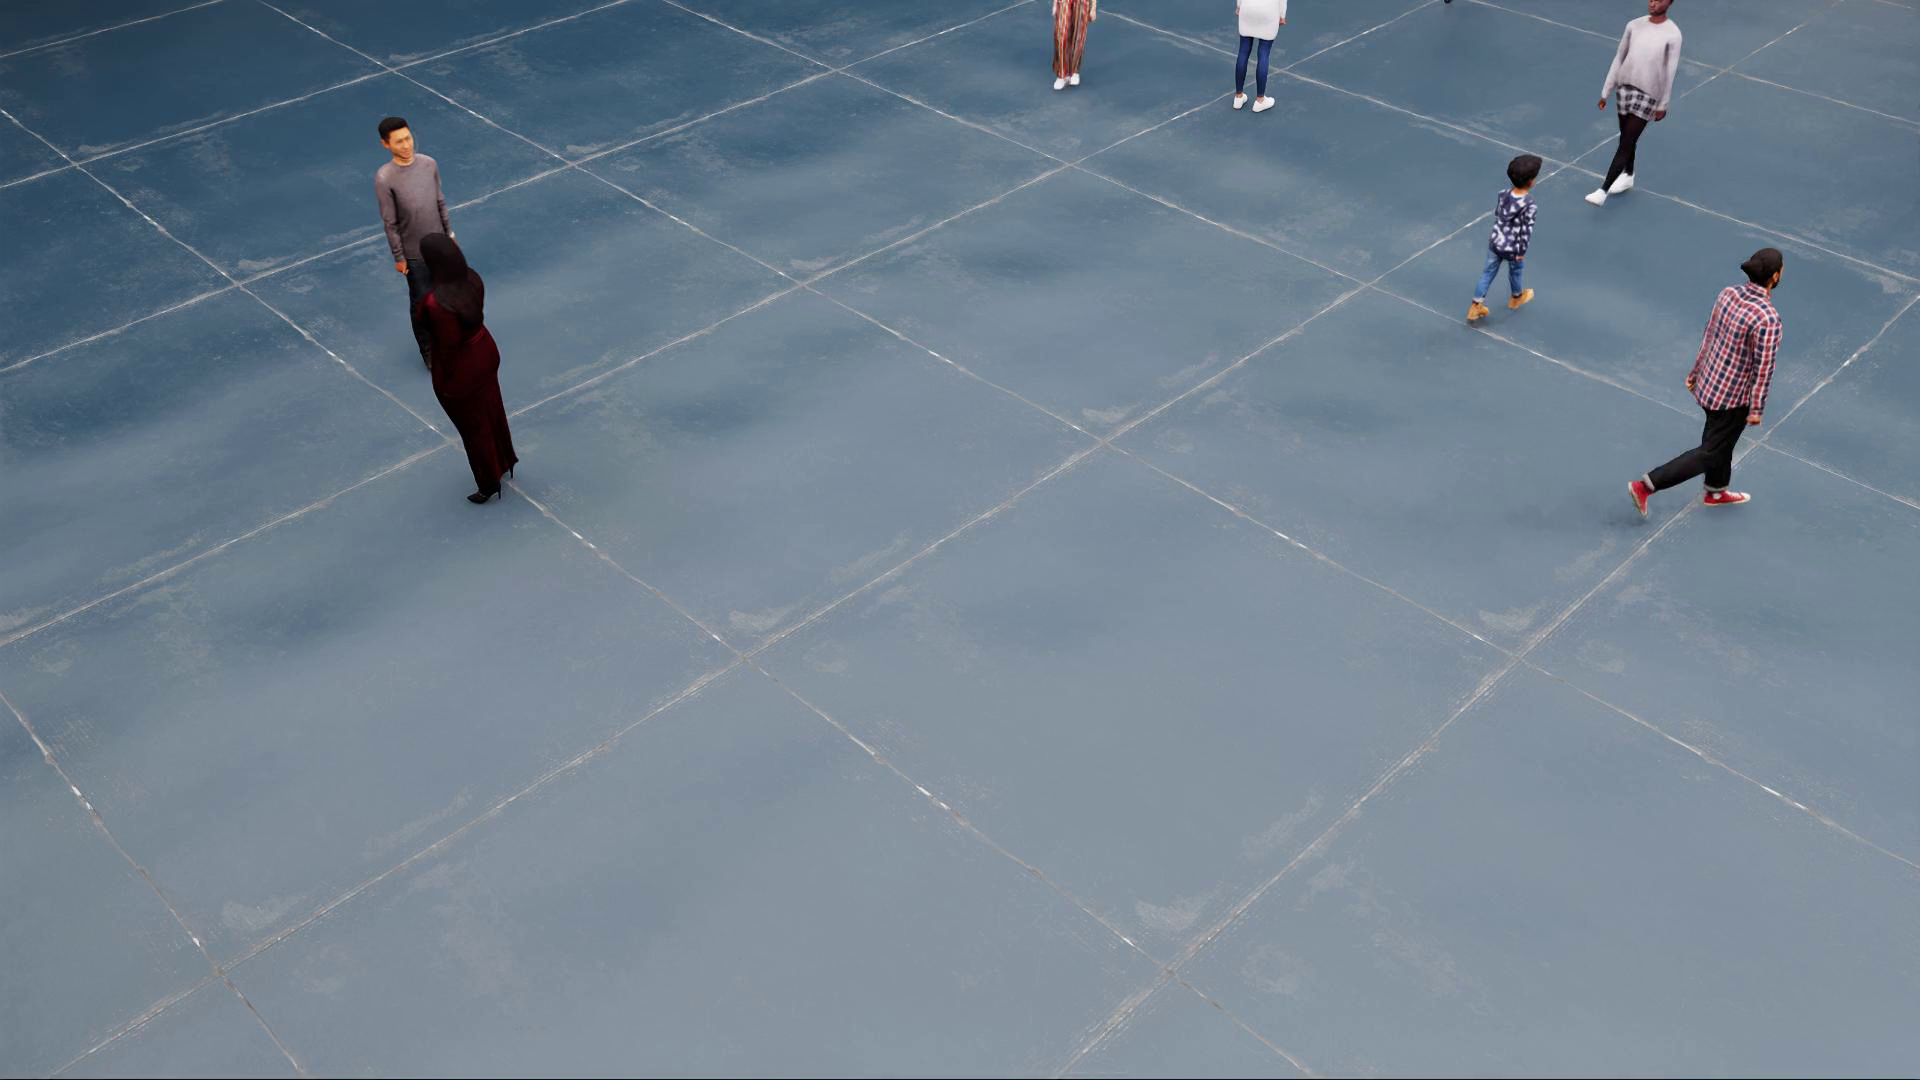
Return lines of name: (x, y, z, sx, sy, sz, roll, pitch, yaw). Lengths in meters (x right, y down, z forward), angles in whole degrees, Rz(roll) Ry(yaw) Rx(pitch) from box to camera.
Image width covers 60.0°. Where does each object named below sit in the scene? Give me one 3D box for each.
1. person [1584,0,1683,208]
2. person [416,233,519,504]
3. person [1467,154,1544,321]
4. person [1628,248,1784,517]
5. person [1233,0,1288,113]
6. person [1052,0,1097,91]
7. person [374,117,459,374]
person: (5.429, -3.537, 13.181, 1.097, 1.740, 0.728, -26, 44, -30)
person: (-2.916, -1.026, 9.868, 0.826, 1.752, 0.736, 6, 38, 7)
person: (3.826, -2.102, 11.719, 0.858, 1.224, 0.573, -24, 44, -29)
person: (4.385, -0.854, 9.663, 1.204, 1.726, 1.094, -3, 37, -4)
person: (2.638, -4.671, 14.643, 0.667, 1.775, 0.619, 20, 42, 24)
person: (1.054, -4.921, 15.158, 0.733, 1.549, 0.799, 5, 38, 7)
person: (-3.601, -1.979, 11.107, 0.720, 1.769, 0.490, 7, 38, 9)
